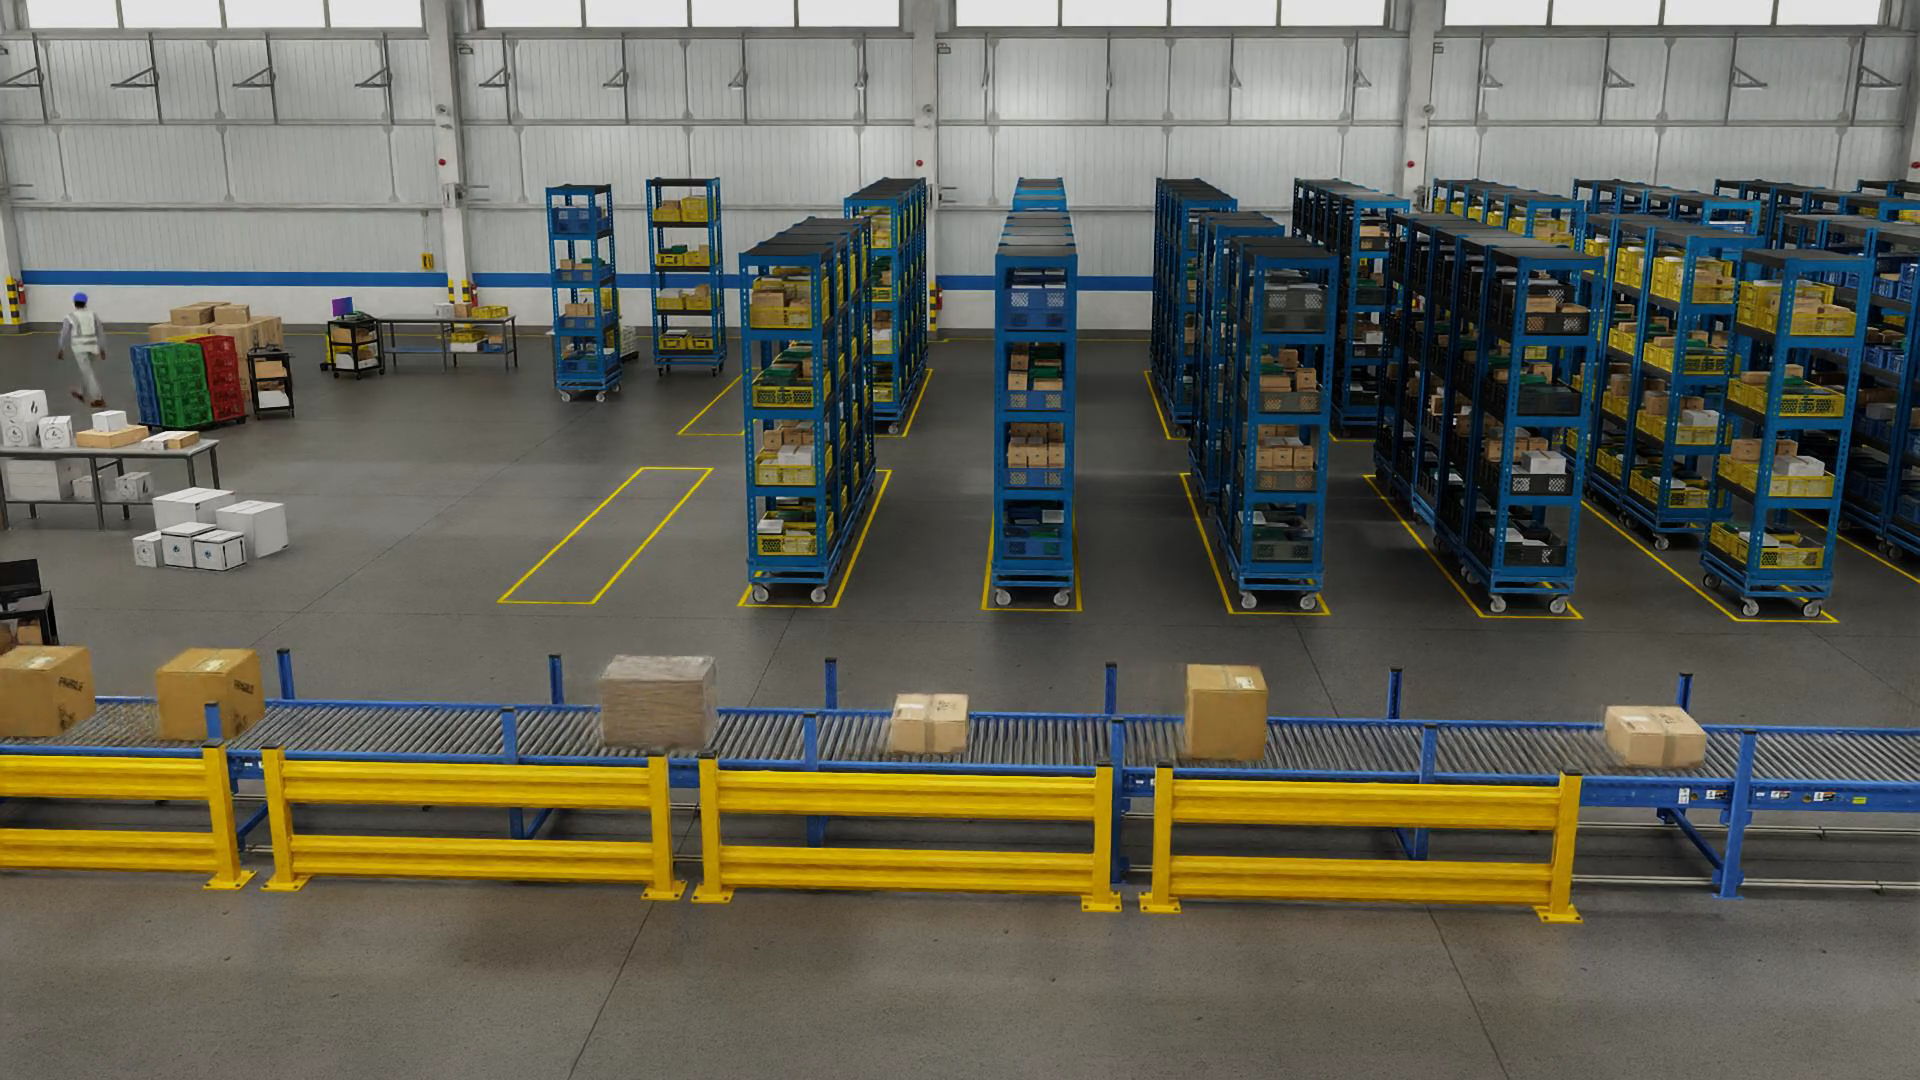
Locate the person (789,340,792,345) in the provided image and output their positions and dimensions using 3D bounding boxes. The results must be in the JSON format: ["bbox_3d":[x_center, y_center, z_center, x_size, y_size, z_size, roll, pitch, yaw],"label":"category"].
[{"bbox_3d":[-2.831,-3.559,29.281,0.602,1.827,0.404,13,20,40],"label":"person"}]

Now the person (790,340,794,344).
[{"bbox_3d":[-2.113,-1.714,22.186,0.561,1.978,0.636,-4,16,-16],"label":"person"}]

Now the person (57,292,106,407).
[{"bbox_3d":[-14.646,-3.174,27.755,1.045,1.875,0.627,8,17,27],"label":"person"}]
